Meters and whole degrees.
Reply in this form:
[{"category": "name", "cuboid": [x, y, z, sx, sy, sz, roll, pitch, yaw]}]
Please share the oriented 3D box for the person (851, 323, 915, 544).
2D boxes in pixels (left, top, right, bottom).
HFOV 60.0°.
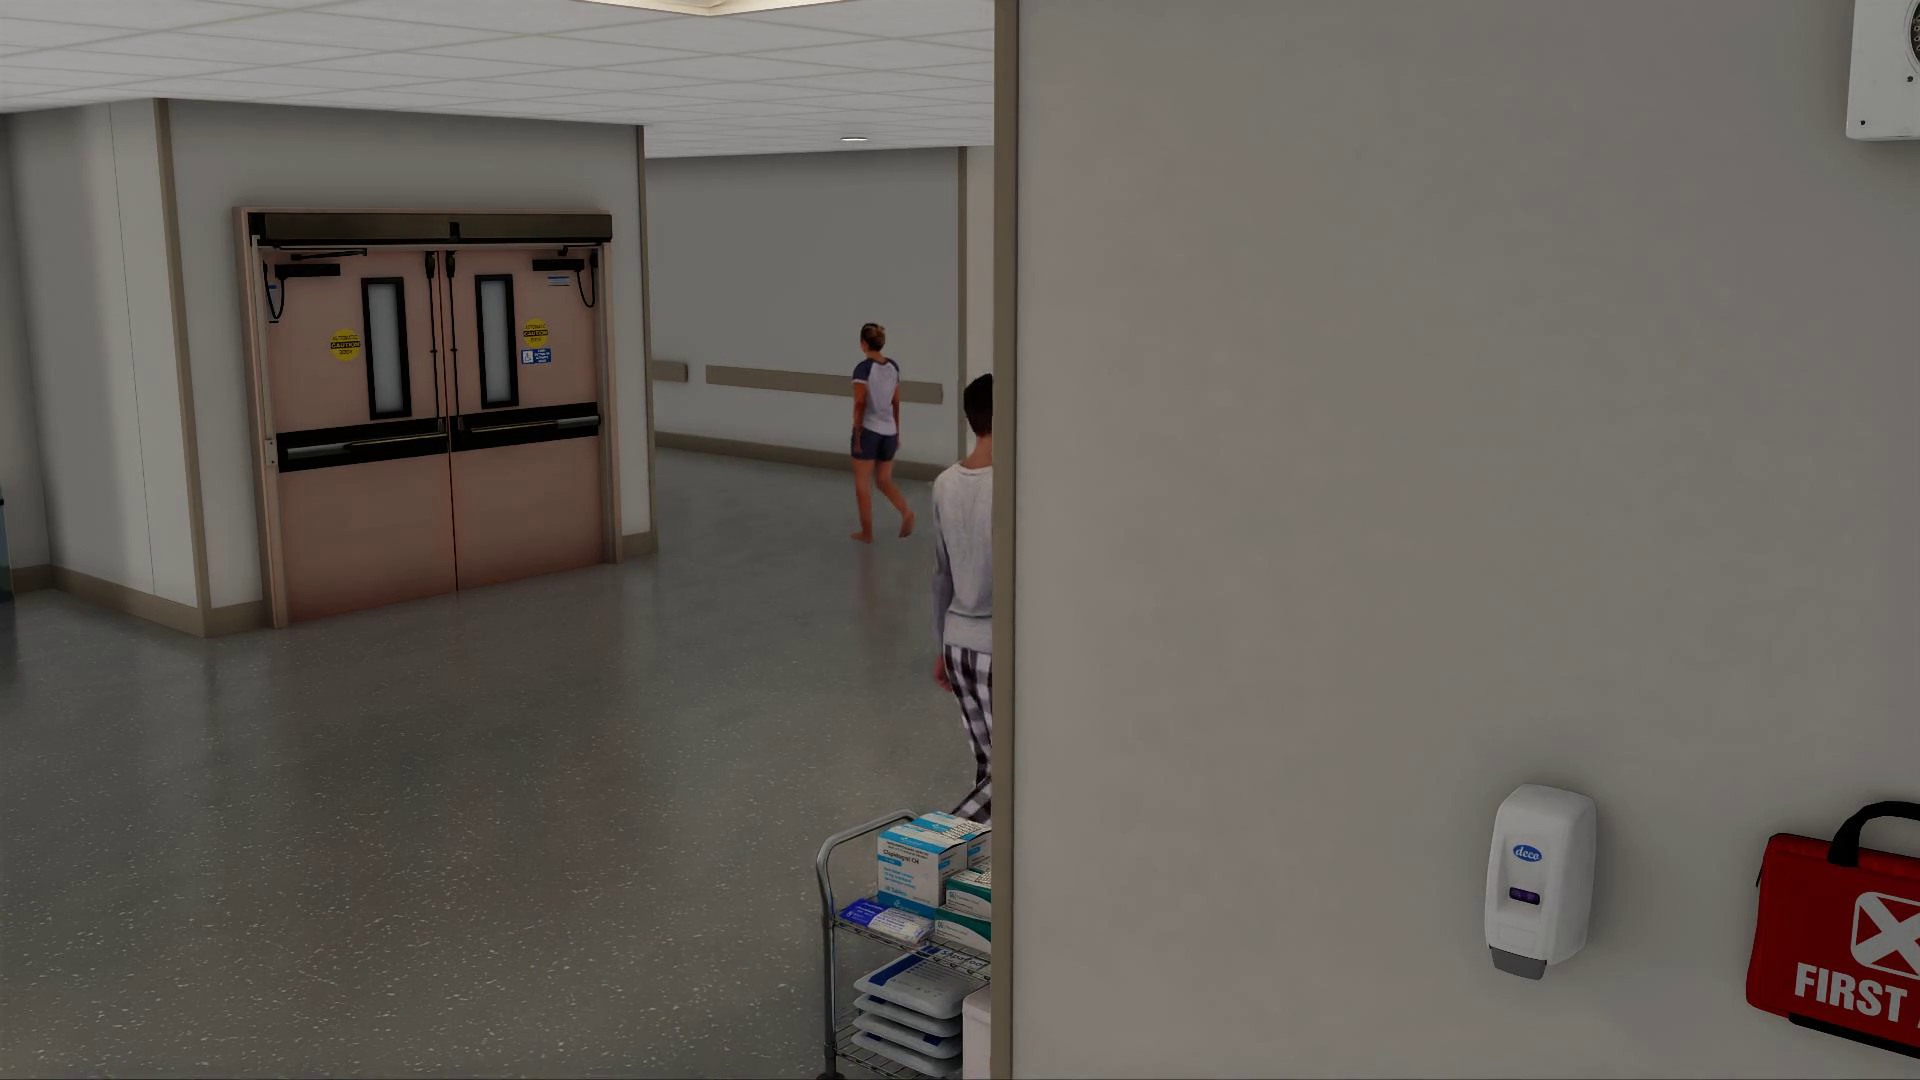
[{"category": "person", "cuboid": [-0.569, -0.749, 12.041, 0.770, 1.610, 0.695, -10, 14, -42]}]
